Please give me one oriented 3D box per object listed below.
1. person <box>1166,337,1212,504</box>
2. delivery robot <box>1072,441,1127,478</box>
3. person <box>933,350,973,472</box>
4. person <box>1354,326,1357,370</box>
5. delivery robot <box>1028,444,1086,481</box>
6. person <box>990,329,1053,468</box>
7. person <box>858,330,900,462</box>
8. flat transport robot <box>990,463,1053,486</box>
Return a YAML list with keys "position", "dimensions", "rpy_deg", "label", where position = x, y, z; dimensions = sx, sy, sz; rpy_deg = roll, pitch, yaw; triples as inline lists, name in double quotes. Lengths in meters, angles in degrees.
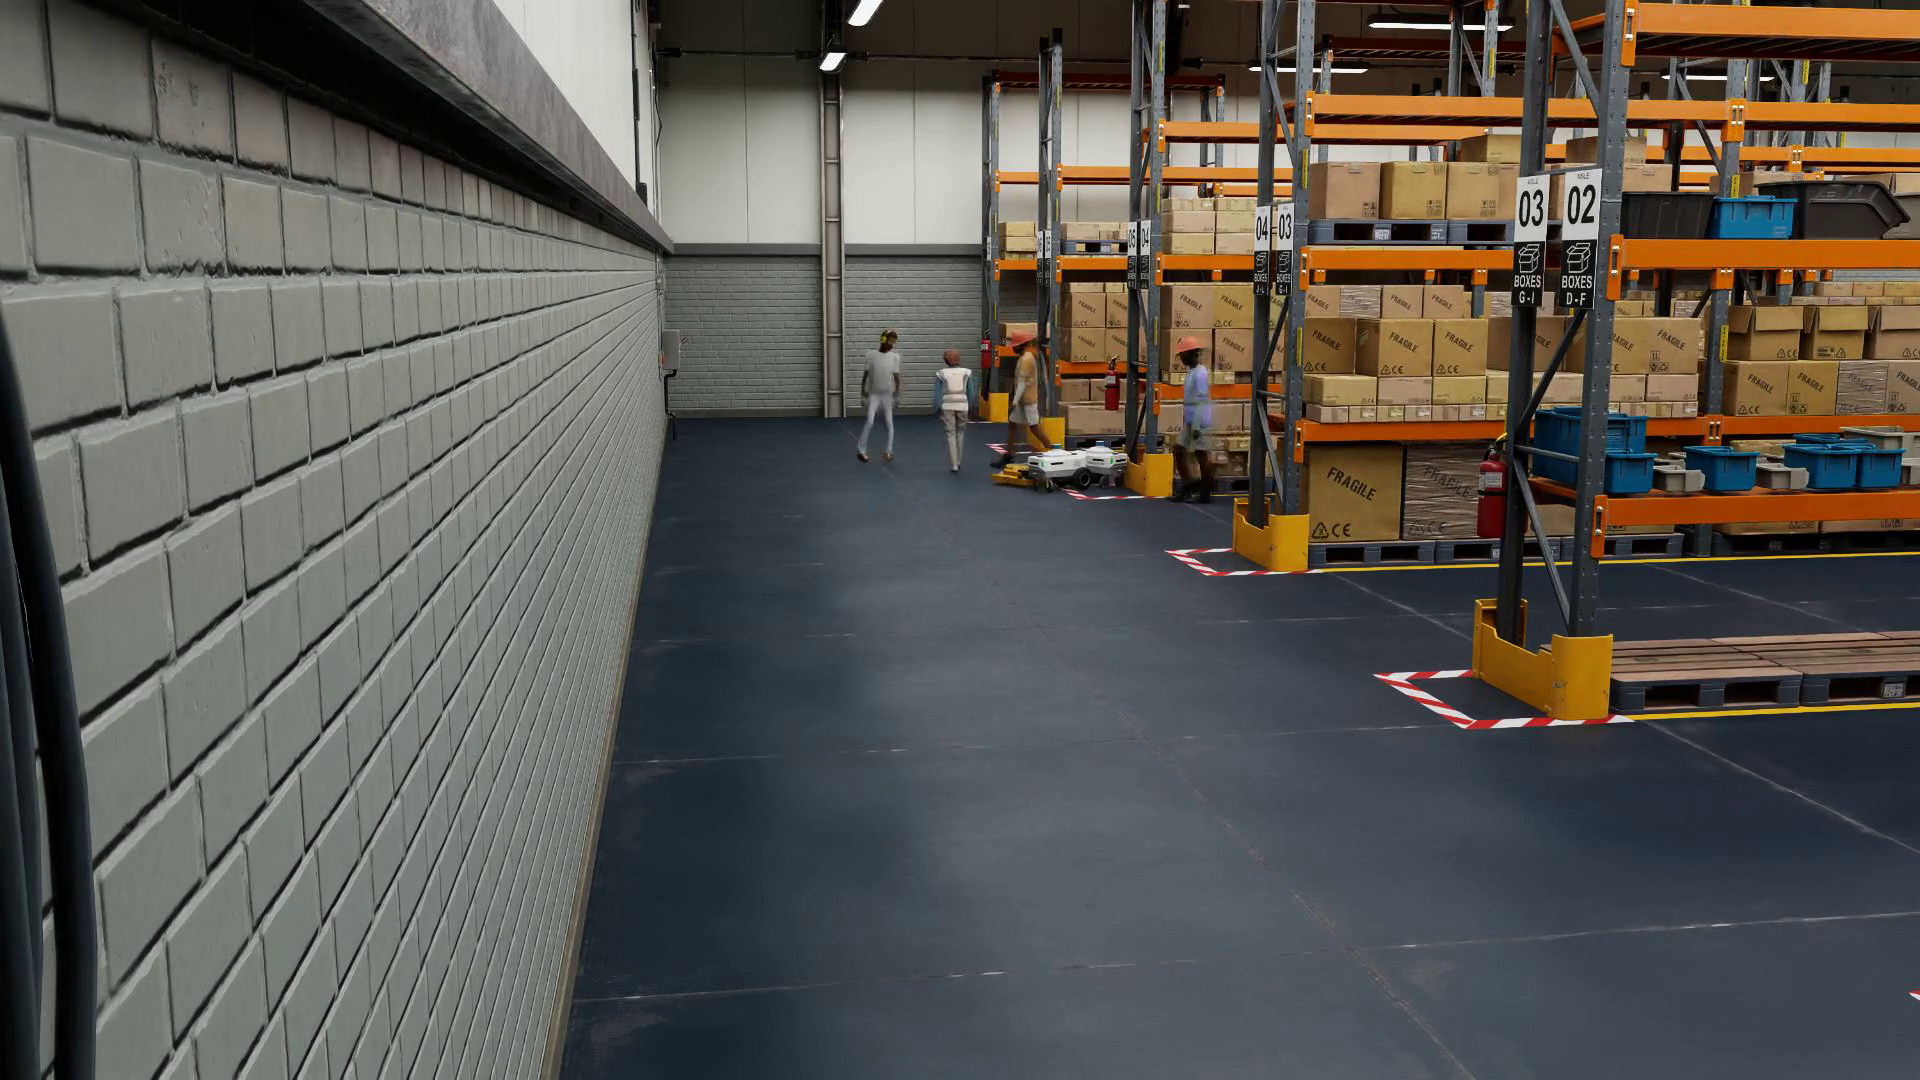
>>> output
- position: [2.588, -1.336, 18.819]
  dimensions: [0.660, 1.898, 0.567]
  rpy_deg: [-1, 9, -8]
  label: "person"
- position: [1.718, -0.978, 20.462]
  dimensions: [0.477, 0.478, 0.707]
  rpy_deg: [-9, 13, -43]
  label: "delivery robot"
- position: [-0.095, -1.718, 22.066]
  dimensions: [0.544, 1.598, 0.756]
  rpy_deg: [-1, 9, -9]
  label: "person"
- position: [4.590, -1.423, 18.955]
  dimensions: [0.477, 2.030, 0.634]
  rpy_deg: [0, 9, -2]
  label: "person"
- position: [1.171, -0.918, 20.093]
  dimensions: [0.707, 0.478, 0.477]
  rpy_deg: [-6, 11, -32]
  label: "delivery robot"
- position: [0.918, -1.871, 22.186]
  dimensions: [0.934, 1.885, 0.545]
  rpy_deg: [-1, 9, -9]
  label: "person"
- position: [-1.124, -1.997, 23.126]
  dimensions: [0.584, 1.833, 0.360]
  rpy_deg: [-3, 10, -17]
  label: "person"
- position: [1.132, -0.865, 20.923]
  dimensions: [1.431, 0.197, 0.652]
  rpy_deg: [-8, 12, -39]
  label: "flat transport robot"
